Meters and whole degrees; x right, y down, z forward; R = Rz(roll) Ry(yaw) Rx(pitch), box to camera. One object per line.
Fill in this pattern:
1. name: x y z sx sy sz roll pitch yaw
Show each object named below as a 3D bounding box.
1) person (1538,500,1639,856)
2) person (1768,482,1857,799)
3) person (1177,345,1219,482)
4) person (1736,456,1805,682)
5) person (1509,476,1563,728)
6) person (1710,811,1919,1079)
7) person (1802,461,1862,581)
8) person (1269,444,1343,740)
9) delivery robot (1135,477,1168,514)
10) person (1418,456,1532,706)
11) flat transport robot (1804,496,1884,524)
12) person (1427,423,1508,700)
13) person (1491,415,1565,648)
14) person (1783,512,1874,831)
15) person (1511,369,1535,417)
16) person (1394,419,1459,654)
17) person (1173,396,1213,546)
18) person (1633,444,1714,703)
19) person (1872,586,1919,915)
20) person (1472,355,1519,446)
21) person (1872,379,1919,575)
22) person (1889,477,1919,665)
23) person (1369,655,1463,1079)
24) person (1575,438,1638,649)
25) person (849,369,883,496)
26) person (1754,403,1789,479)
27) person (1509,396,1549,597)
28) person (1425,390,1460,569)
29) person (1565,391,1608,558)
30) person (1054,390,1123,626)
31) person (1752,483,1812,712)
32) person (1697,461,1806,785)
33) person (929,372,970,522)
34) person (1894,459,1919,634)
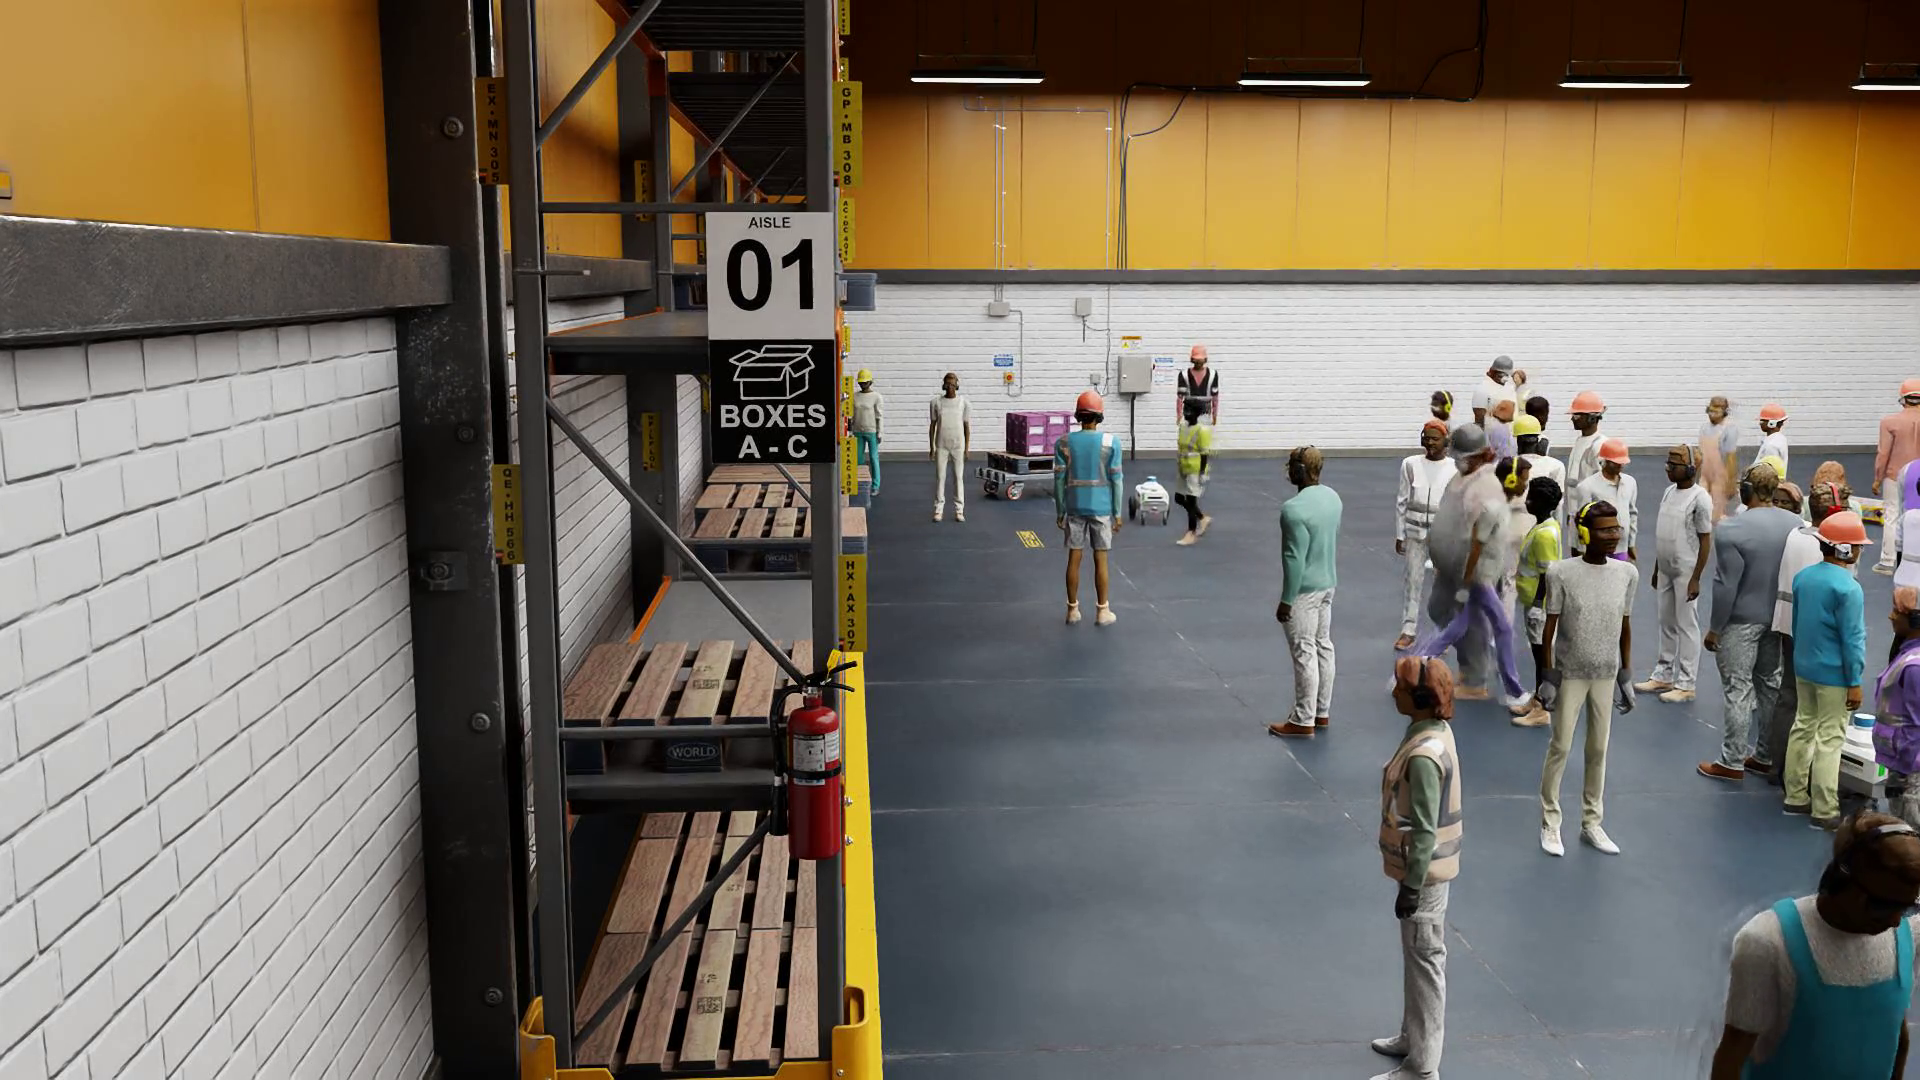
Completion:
1. person: 3.284 0.721 8.707 0.509 1.877 0.328 -1 9 -4
2. person: 4.963 0.578 9.694 0.376 1.844 0.571 -2 9 -11
3. person: 3.490 -1.850 24.428 0.623 2.006 0.899 1 9 5
4. person: 5.802 0.261 12.007 0.483 1.745 0.299 0 9 2
5. person: 3.895 0.414 11.191 0.319 1.697 0.533 3 9 18
6. person: 2.132 1.509 4.109 0.616 1.753 0.999 -1 9 -7
7. person: 6.564 0.213 12.655 0.500 1.633 0.280 7 11 36
8. person: 2.267 0.338 10.910 0.375 1.940 0.627 7 12 38
9. delivery robot: 2.353 -0.536 20.440 0.477 0.478 0.707 0 9 0
10. person: 3.627 0.287 11.739 1.026 1.795 0.532 3 9 16
11. flat transport robot: 11.210 -0.390 20.702 0.652 0.197 1.431 -5 10 -27
12. person: 3.615 0.134 11.874 0.542 2.000 0.690 -1 9 -4
13. person: 4.541 -0.047 13.405 0.586 1.918 0.395 1 9 7
14. person: 4.785 0.712 9.141 0.326 1.752 0.563 -1 9 -4
15. person: 8.475 -1.781 25.170 0.550 1.620 0.531 -8 12 -43
16. person: 3.788 -0.028 13.391 0.572 1.883 0.356 5 10 27
17. person: 2.642 -0.776 18.664 0.465 1.685 0.535 -4 10 -24
18. person: 5.112 0.236 11.848 0.346 1.846 0.505 -2 9 -12
19. person: 4.320 1.016 7.592 0.307 1.641 0.512 5 10 29
20. person: 6.853 -1.347 21.172 0.683 2.000 0.536 -6 11 -33
21. person: 9.572 -0.634 16.838 0.624 1.992 0.390 1 9 7
22. person: 6.723 0.348 11.606 0.322 1.697 0.535 -1 9 -5
23. person: 1.714 1.235 6.218 0.308 1.641 0.515 3 9 16
24. person: 5.234 0.037 13.436 0.574 1.737 0.354 -3 10 -20
25. person: -1.299 -1.475 22.874 0.524 1.761 0.338 4 10 24
26. person: 8.127 -0.499 16.746 0.325 1.752 0.563 5 10 29
27. person: 5.341 -0.402 15.667 0.399 1.910 0.603 -1 9 -4
28. person: 4.998 -0.624 17.220 0.392 1.856 0.587 -1 9 -7
29. person: 5.357 -0.257 14.320 0.373 2.043 0.614 0 9 1
30. person: 1.118 -0.273 14.410 0.610 2.048 0.366 3 9 18
31. person: 5.586 0.420 11.344 0.514 1.636 0.315 8 12 40
32. person: 4.719 0.494 9.934 0.631 1.940 0.372 -3 10 -20
33. person: -0.126 -1.139 20.481 0.506 1.847 0.345 0 9 -1
34. person: 7.686 0.035 13.148 0.429 1.837 0.626 -2 9 -15
